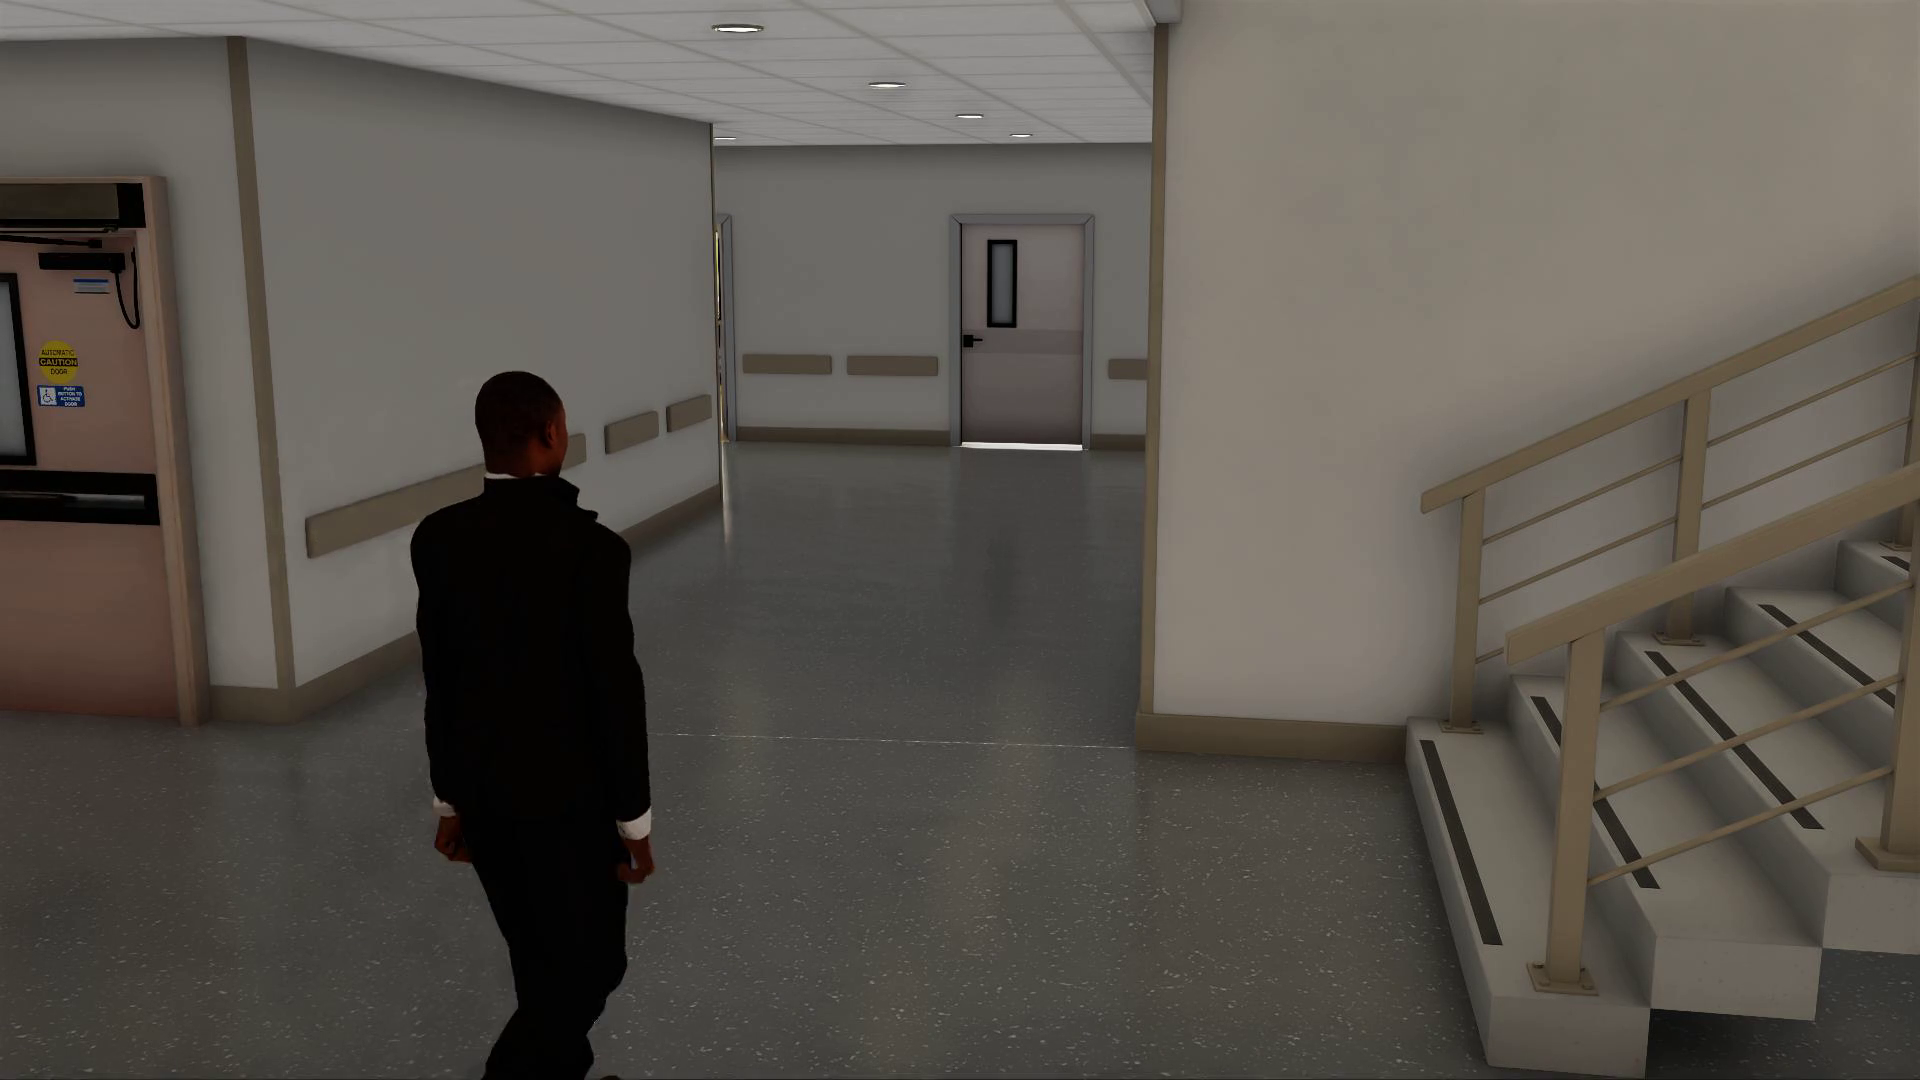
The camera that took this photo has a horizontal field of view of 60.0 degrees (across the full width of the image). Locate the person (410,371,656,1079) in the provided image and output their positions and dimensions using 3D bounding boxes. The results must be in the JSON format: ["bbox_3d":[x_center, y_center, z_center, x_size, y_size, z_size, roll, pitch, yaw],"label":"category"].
[{"bbox_3d":[-0.973,0.593,3.670,1.076,1.884,0.841,3,11,16],"label":"person"}]
